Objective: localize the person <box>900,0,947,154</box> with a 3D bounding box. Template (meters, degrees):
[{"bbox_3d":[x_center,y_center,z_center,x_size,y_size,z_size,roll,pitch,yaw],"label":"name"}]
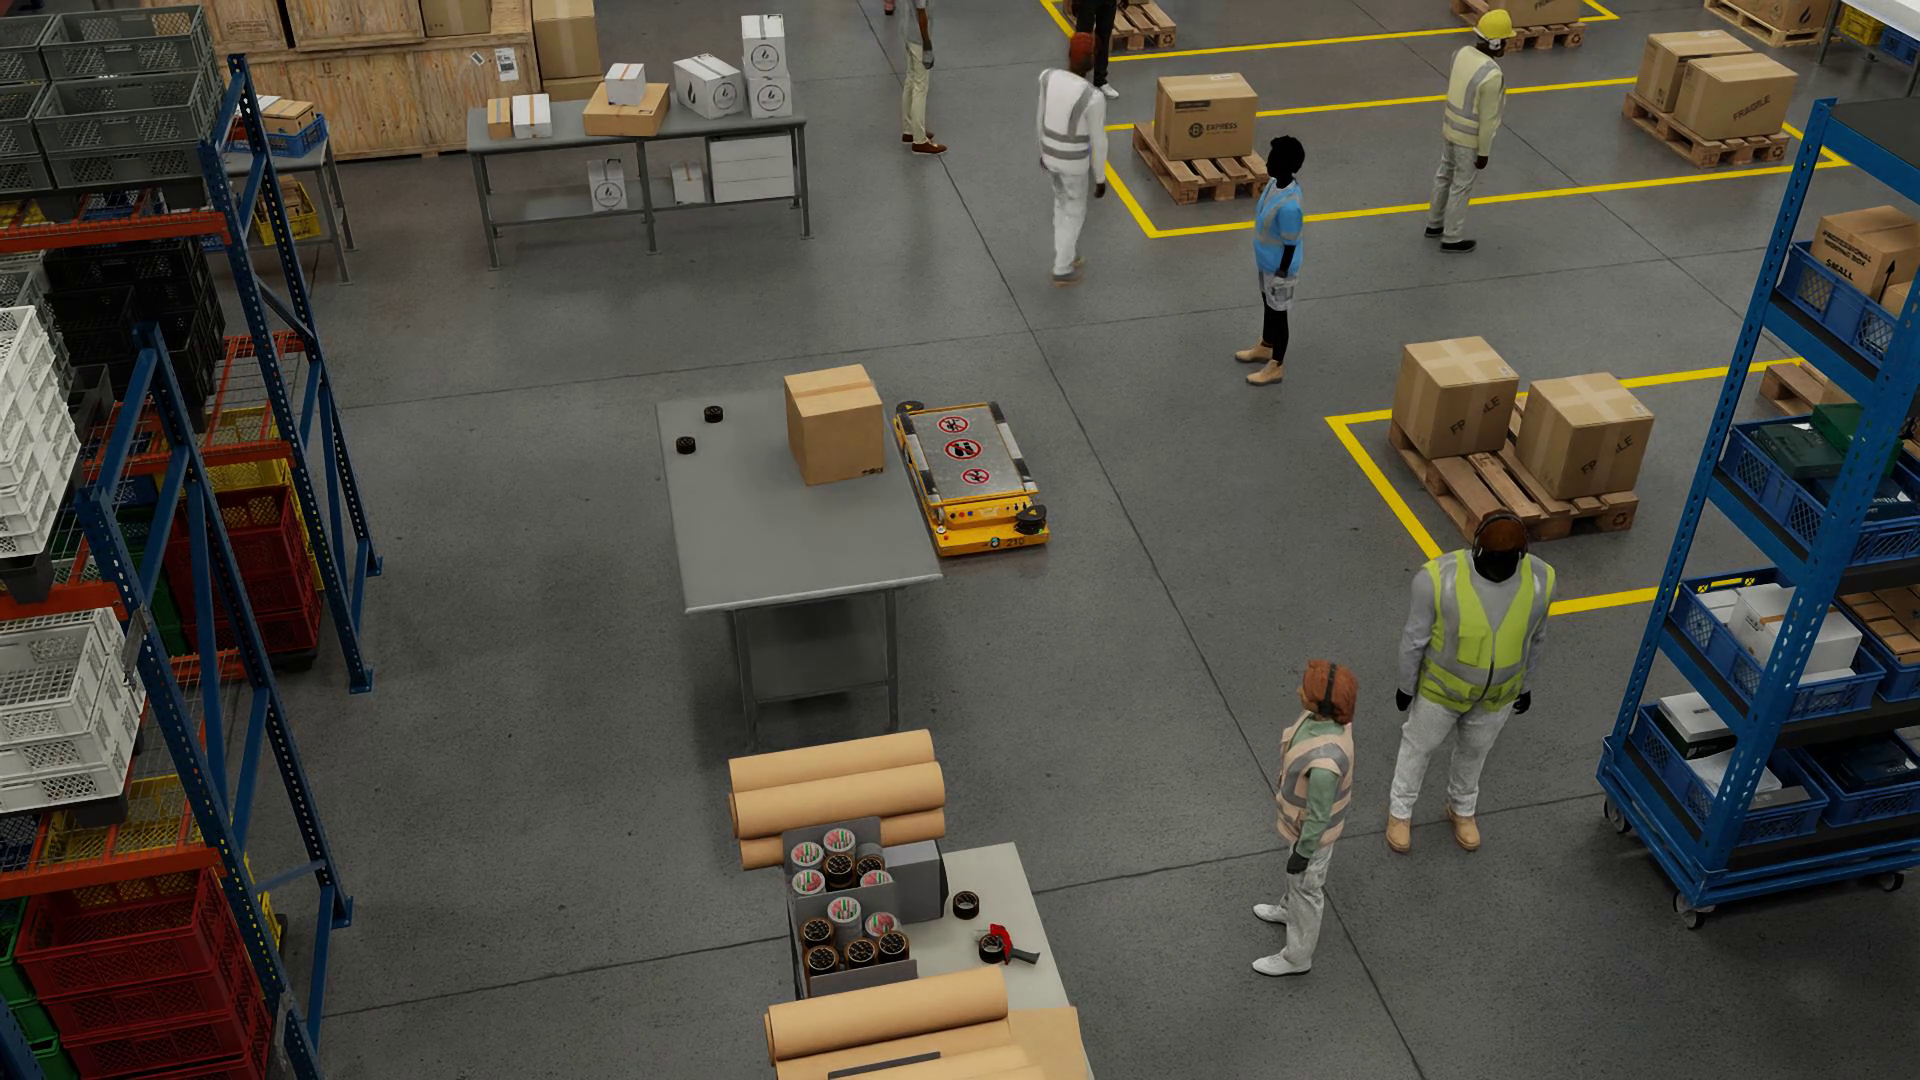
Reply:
[{"bbox_3d":[-0.329,-4.140,13.765,0.328,1.873,0.517,-12,38,-15],"label":"person"}]

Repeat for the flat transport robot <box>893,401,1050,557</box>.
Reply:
[{"bbox_3d":[0.046,-0.430,10.108,0.652,0.197,1.431,-8,37,-10],"label":"flat transport robot"}]

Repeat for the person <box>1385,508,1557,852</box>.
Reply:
[{"bbox_3d":[2.243,0.640,7.364,0.634,1.842,0.429,-1,37,-1],"label":"person"}]

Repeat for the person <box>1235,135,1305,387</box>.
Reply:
[{"bbox_3d":[2.042,-1.807,10.771,0.322,1.697,0.533,-1,37,-1],"label":"person"}]

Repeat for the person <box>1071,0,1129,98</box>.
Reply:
[{"bbox_3d":[1.219,-4.835,14.658,0.587,1.920,0.391,-19,41,-24],"label":"person"}]

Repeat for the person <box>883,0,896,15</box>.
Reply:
[{"bbox_3d":[-0.535,-6.168,16.471,0.657,1.900,0.394,4,37,5],"label":"person"}]

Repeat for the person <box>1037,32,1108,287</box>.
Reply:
[{"bbox_3d":[0.817,-2.696,11.830,0.474,1.873,0.624,-29,46,-33],"label":"person"}]

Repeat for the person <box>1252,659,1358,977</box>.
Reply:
[{"bbox_3d":[1.435,1.144,6.853,0.309,1.641,0.515,6,37,8],"label":"person"}]

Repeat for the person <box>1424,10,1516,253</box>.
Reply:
[{"bbox_3d":[3.771,-3.008,12.285,0.403,1.827,0.599,-8,37,-11],"label":"person"}]
